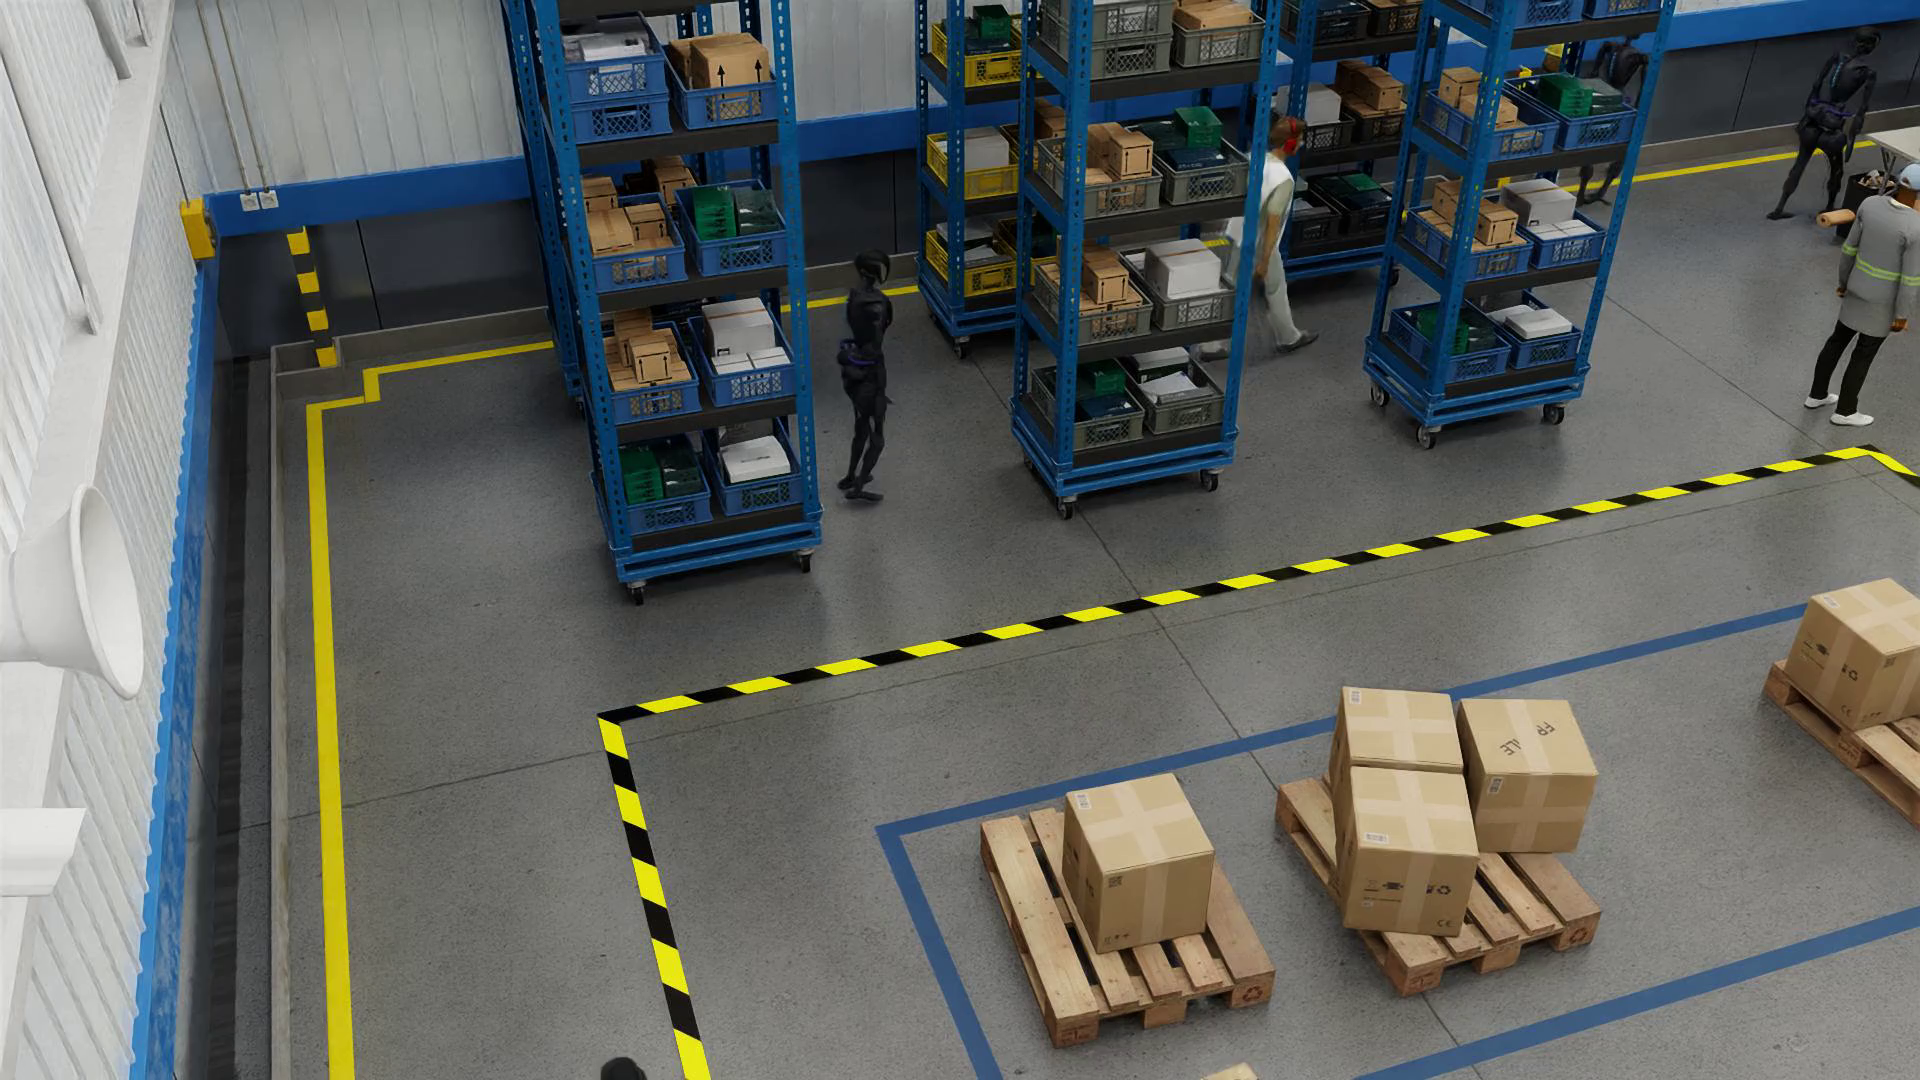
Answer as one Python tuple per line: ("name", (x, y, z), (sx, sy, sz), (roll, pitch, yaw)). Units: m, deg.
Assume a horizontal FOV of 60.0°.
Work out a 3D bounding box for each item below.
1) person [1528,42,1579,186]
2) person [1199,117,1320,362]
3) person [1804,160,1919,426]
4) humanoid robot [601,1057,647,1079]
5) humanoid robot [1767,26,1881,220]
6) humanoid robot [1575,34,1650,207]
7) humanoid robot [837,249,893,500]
("person", (4.651, -3.149, 13.239), (0.309, 1.744, 0.485), (28, 44, 33))
("person", (2.154, -2.098, 11.711), (0.942, 1.777, 0.556), (-12, 37, -17))
("person", (6.065, -1.630, 10.992), (0.388, 1.850, 0.598), (-11, 37, -15))
("humanoid robot", (-1.036, 2.323, 5.582), (0.603, 1.632, 0.786), (-18, 39, -23))
("humanoid robot", (7.179, -3.425, 13.708), (0.639, 1.631, 0.616), (-12, 37, -17))
("humanoid robot", (5.426, -3.575, 13.902), (0.356, 1.651, 0.584), (-21, 40, -27))
("humanoid robot", (-0.603, -1.029, 10.303), (0.394, 1.641, 0.590), (-11, 37, -15))
